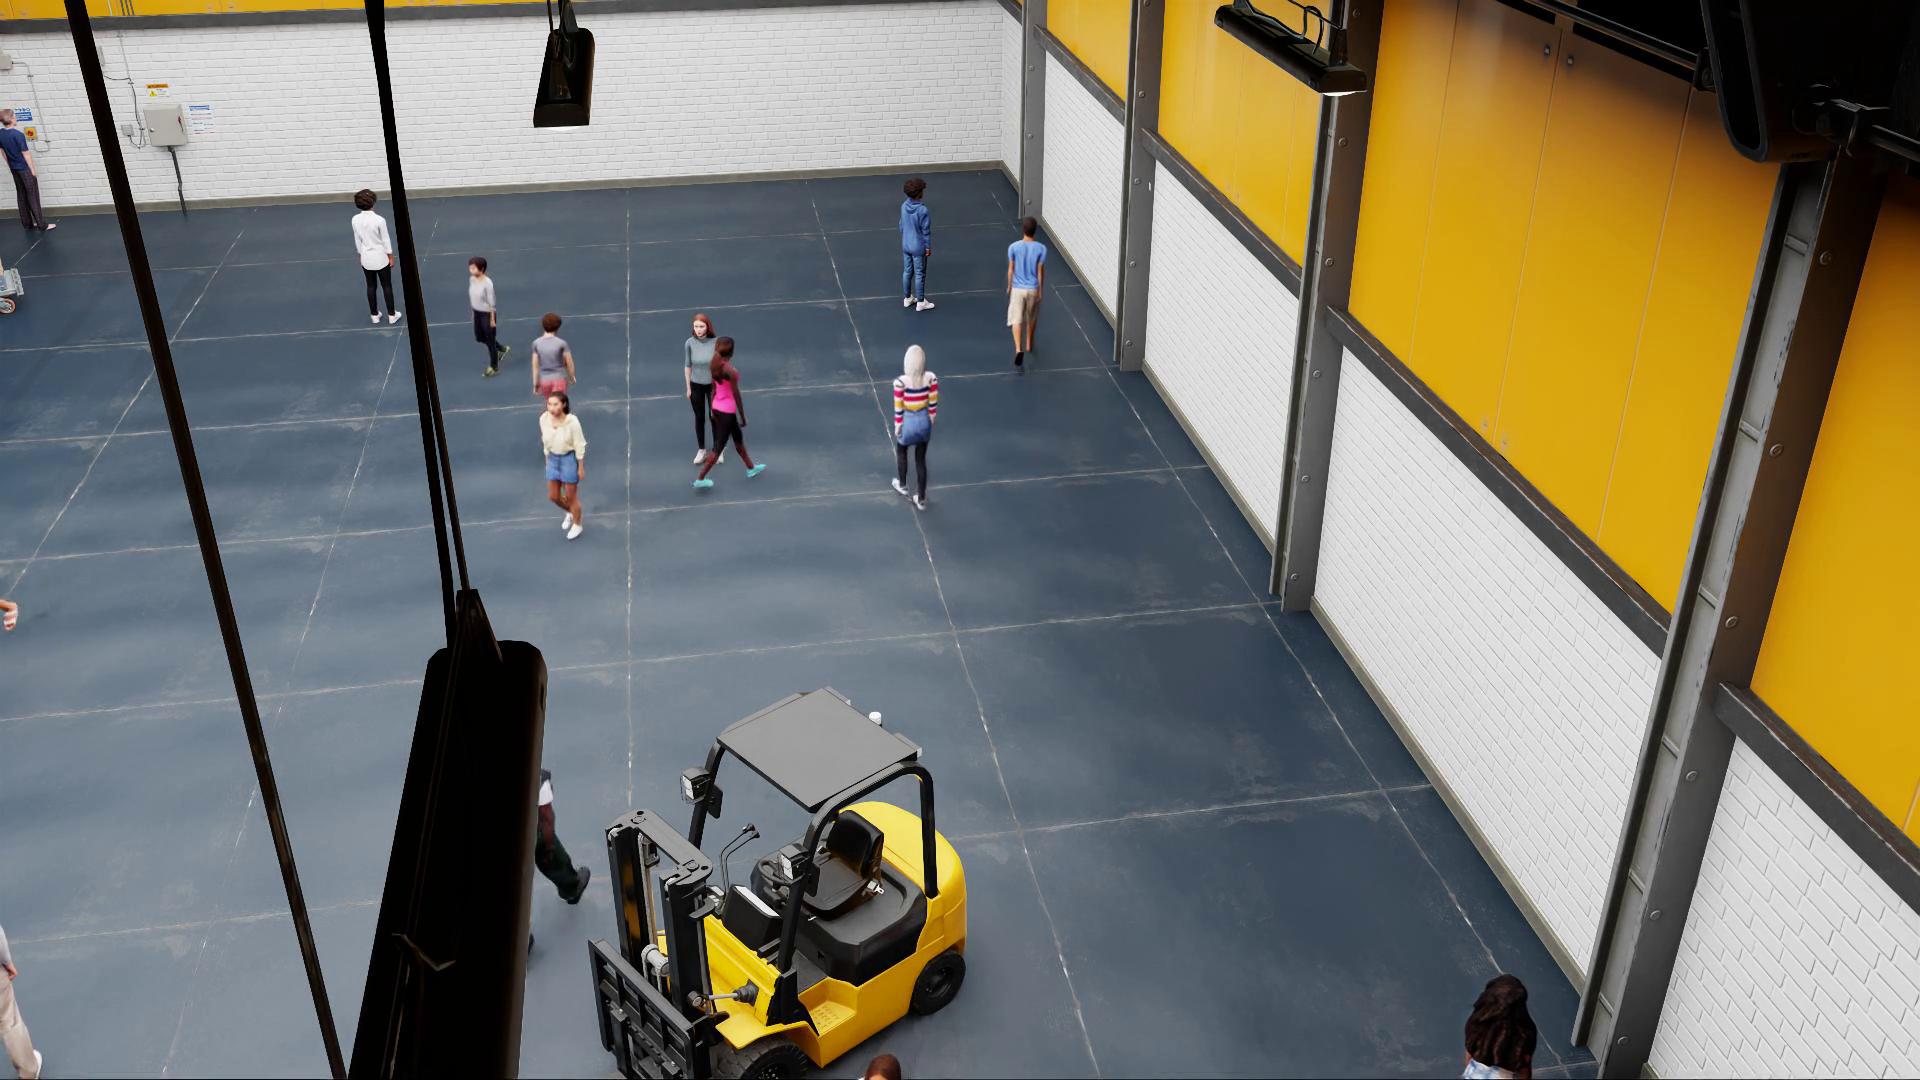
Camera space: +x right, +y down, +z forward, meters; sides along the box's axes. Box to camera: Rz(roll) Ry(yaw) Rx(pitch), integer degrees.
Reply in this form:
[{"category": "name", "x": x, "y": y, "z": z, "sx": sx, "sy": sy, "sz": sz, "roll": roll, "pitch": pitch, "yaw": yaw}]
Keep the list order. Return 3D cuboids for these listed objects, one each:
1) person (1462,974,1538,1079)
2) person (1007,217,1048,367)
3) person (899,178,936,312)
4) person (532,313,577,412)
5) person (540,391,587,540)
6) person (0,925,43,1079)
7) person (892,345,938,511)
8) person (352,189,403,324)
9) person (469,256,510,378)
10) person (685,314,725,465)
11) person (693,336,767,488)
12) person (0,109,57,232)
[{"category": "person", "x": 3.074, "y": 3.188, "z": 9.638, "sx": 0.728, "sy": 1.621, "sz": 0.653, "roll": -25, "pitch": 37, "yaw": -38}, {"category": "person", "x": 0.821, "y": -3.120, "z": 20.981, "sx": 0.738, "sy": 1.833, "sz": 1.178, "roll": -1, "pitch": 29, "yaw": -2}, {"category": "person", "x": -0.609, "y": -4.048, "z": 22.708, "sx": 0.714, "sy": 1.808, "sz": 0.816, "roll": 25, "pitch": 37, "yaw": 37}, {"category": "person", "x": -4.555, "y": -1.678, "z": 18.575, "sx": 0.785, "sy": 1.606, "sz": 1.148, "roll": 2, "pitch": 29, "yaw": 4}, {"category": "person", "x": -3.992, "y": -0.796, "z": 16.947, "sx": 0.758, "sy": 1.618, "sz": 0.775, "roll": 9, "pitch": 30, "yaw": 16}, {"category": "person", "x": -6.159, "y": 2.696, "z": 10.302, "sx": 0.744, "sy": 1.849, "sz": 0.706, "roll": -16, "pitch": 33, "yaw": -27}, {"category": "person", "x": -0.443, "y": -1.152, "z": 17.423, "sx": 0.779, "sy": 1.785, "sz": 0.952, "roll": -11, "pitch": 30, "yaw": -19}, {"category": "person", "x": -7.831, "y": -3.793, "z": 22.243, "sx": 0.671, "sy": 1.805, "sz": 0.628, "roll": 2, "pitch": 29, "yaw": 3}, {"category": "person", "x": -5.865, "y": -2.828, "z": 20.749, "sx": 0.790, "sy": 1.543, "sz": 0.841, "roll": 22, "pitch": 35, "yaw": 34}, {"category": "person", "x": -2.819, "y": -1.679, "z": 18.434, "sx": 0.605, "sy": 1.743, "sz": 0.582, "roll": -1, "pitch": 29, "yaw": -1}, {"category": "person", "x": -2.590, "y": -1.314, "z": 17.836, "sx": 0.981, "sy": 1.674, "sz": 1.135, "roll": -20, "pitch": 34, "yaw": -32}, {"category": "person", "x": -14.504, "y": -5.719, "z": 25.707, "sx": 0.738, "sy": 1.870, "sz": 0.724, "roll": 9, "pitch": 30, "yaw": 17}]
